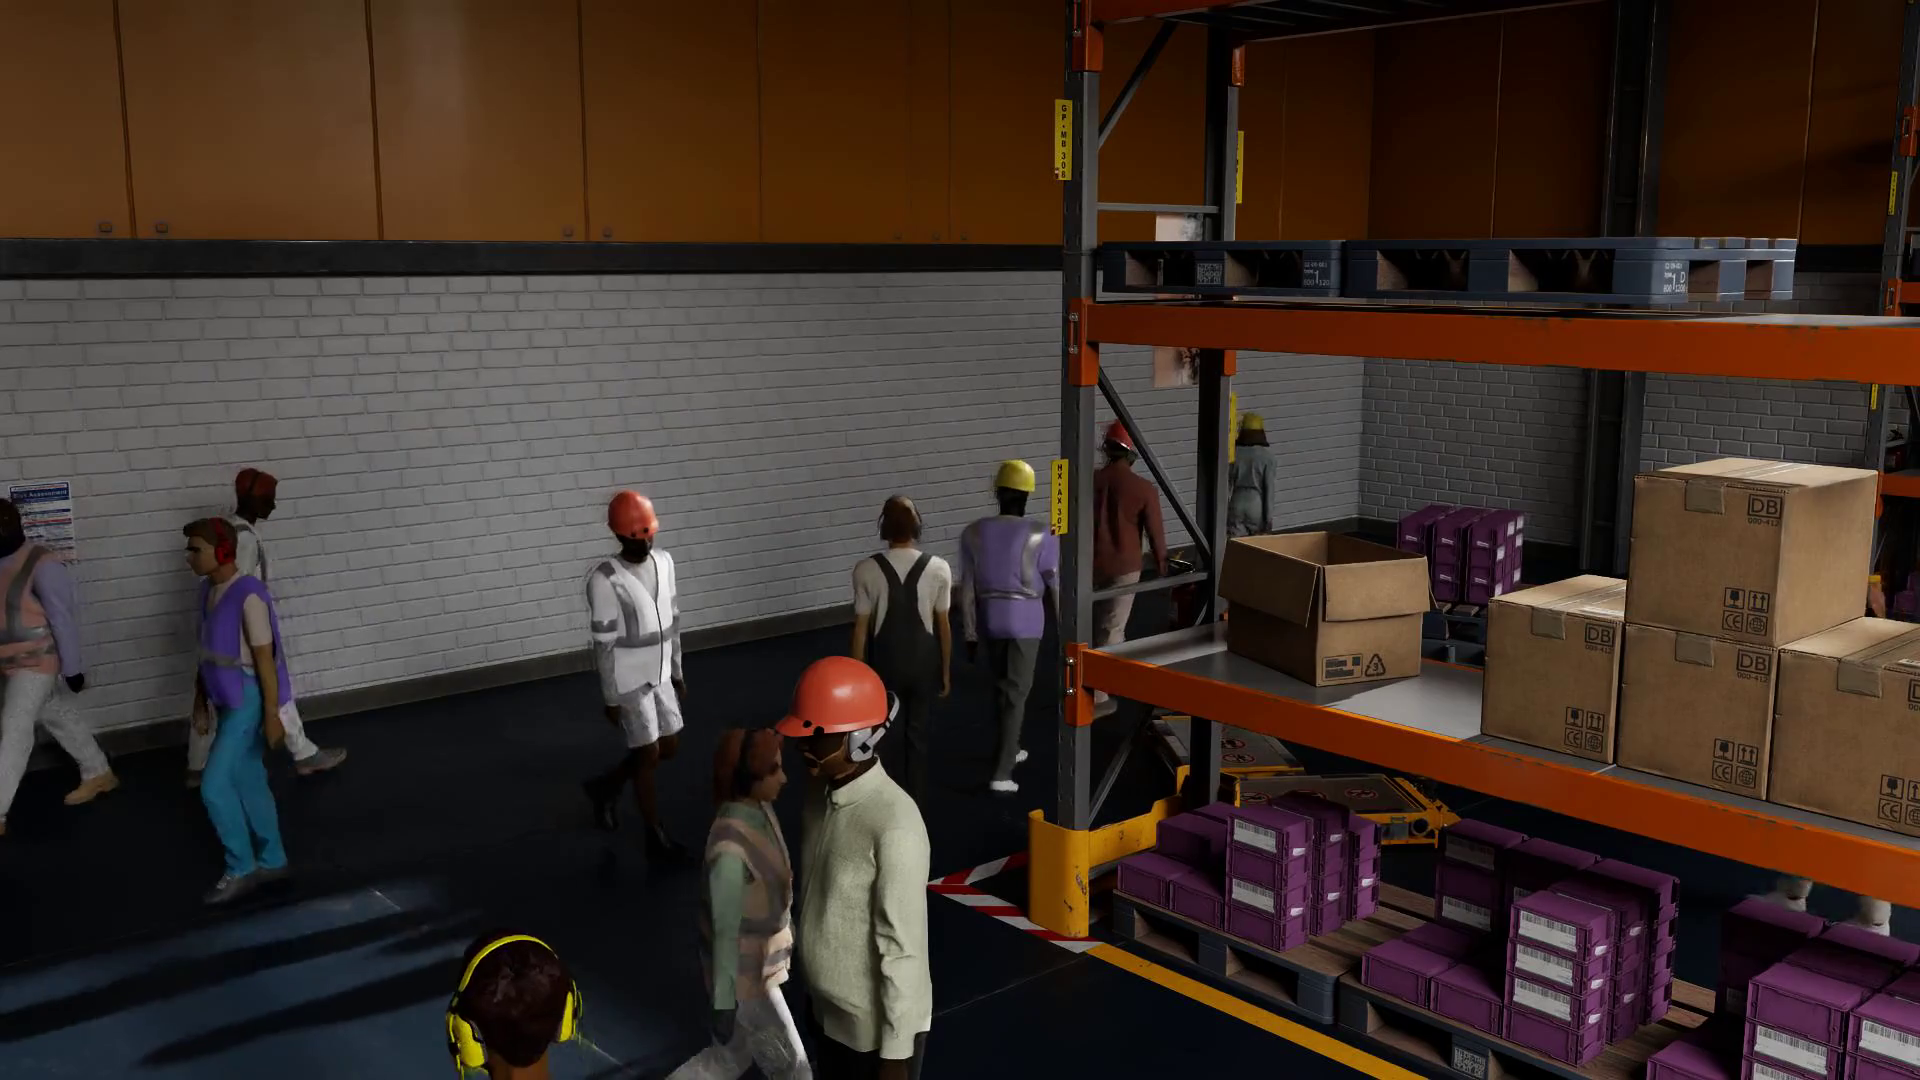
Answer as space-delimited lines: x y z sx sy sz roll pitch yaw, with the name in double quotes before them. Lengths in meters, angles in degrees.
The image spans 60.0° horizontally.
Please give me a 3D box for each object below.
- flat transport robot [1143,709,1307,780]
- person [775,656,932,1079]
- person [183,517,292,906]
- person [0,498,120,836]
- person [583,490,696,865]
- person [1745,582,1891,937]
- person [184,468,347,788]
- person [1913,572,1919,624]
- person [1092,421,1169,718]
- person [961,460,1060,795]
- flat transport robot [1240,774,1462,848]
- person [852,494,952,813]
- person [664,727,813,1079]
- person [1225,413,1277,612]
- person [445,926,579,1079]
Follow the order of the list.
"flat transport robot" 1.525 1.255 9.702 0.652 0.197 1.431 -1 10 -5
"person" -0.292 1.284 4.543 0.404 1.987 0.608 -6 11 -30
"person" -3.475 0.800 7.820 0.617 1.820 0.609 -9 13 -43
"person" -4.981 0.649 8.882 0.635 1.788 0.997 5 11 29
"person" -1.656 0.674 8.318 0.631 1.911 0.582 6 11 30
"person" 3.861 0.969 7.421 0.699 1.609 0.546 5 11 25
"person" -4.031 0.500 9.533 0.920 1.832 0.558 -8 13 -39
"person" 4.718 0.724 7.940 0.635 1.937 0.353 -9 13 -43
"person" 1.116 0.166 11.167 0.658 1.941 1.003 7 12 36
"person" 0.294 0.487 9.534 0.589 1.888 0.893 5 11 27
"flat transport robot" 1.886 1.425 8.710 1.431 0.197 0.652 -1 10 -5
"person" -0.297 0.678 8.528 0.512 1.832 0.393 -1 10 -5
"person" -0.736 1.356 5.222 0.776 1.609 0.510 0 10 -2
"person" 2.452 -0.217 14.213 0.500 1.731 0.786 5 11 26
"person" -0.757 1.624 3.026 0.519 1.831 0.930 -6 12 -32
